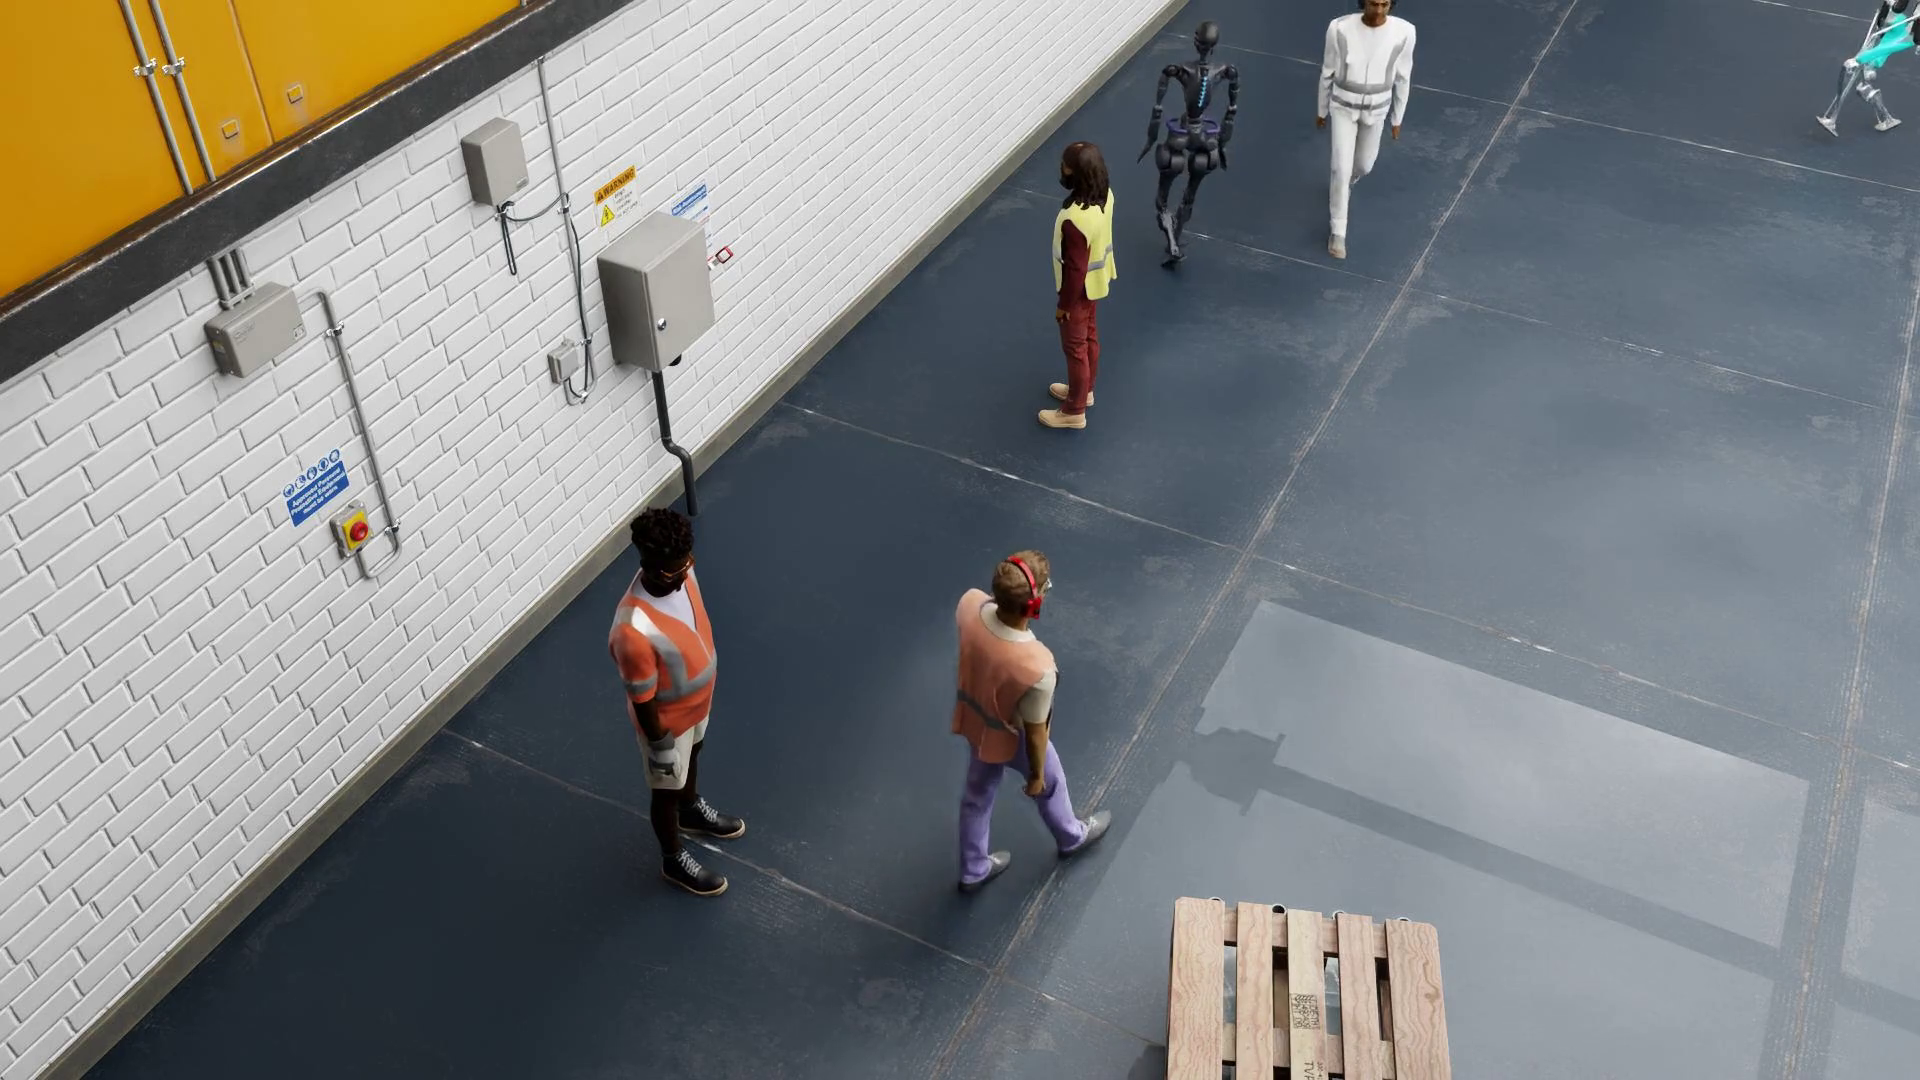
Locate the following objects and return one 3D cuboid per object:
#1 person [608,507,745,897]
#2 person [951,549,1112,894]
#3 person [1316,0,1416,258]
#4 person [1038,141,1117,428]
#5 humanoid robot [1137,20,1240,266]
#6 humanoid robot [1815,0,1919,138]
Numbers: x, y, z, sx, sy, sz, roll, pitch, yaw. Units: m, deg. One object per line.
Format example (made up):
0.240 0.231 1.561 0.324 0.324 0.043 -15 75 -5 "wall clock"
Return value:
-1.158 0.651 6.789 0.370 1.960 0.601 8 41 9 "person"
0.295 0.716 6.822 0.795 1.817 0.586 -28 48 -29 "person"
2.627 -2.859 10.946 0.572 1.856 0.809 4 41 5 "person"
0.673 -1.418 9.334 0.378 1.769 0.470 12 42 14 "person"
1.467 -2.523 10.716 0.601 1.662 0.427 -3 41 -3 "humanoid robot"
6.678 -3.722 12.076 1.042 1.771 0.560 -12 42 -13 "humanoid robot"
